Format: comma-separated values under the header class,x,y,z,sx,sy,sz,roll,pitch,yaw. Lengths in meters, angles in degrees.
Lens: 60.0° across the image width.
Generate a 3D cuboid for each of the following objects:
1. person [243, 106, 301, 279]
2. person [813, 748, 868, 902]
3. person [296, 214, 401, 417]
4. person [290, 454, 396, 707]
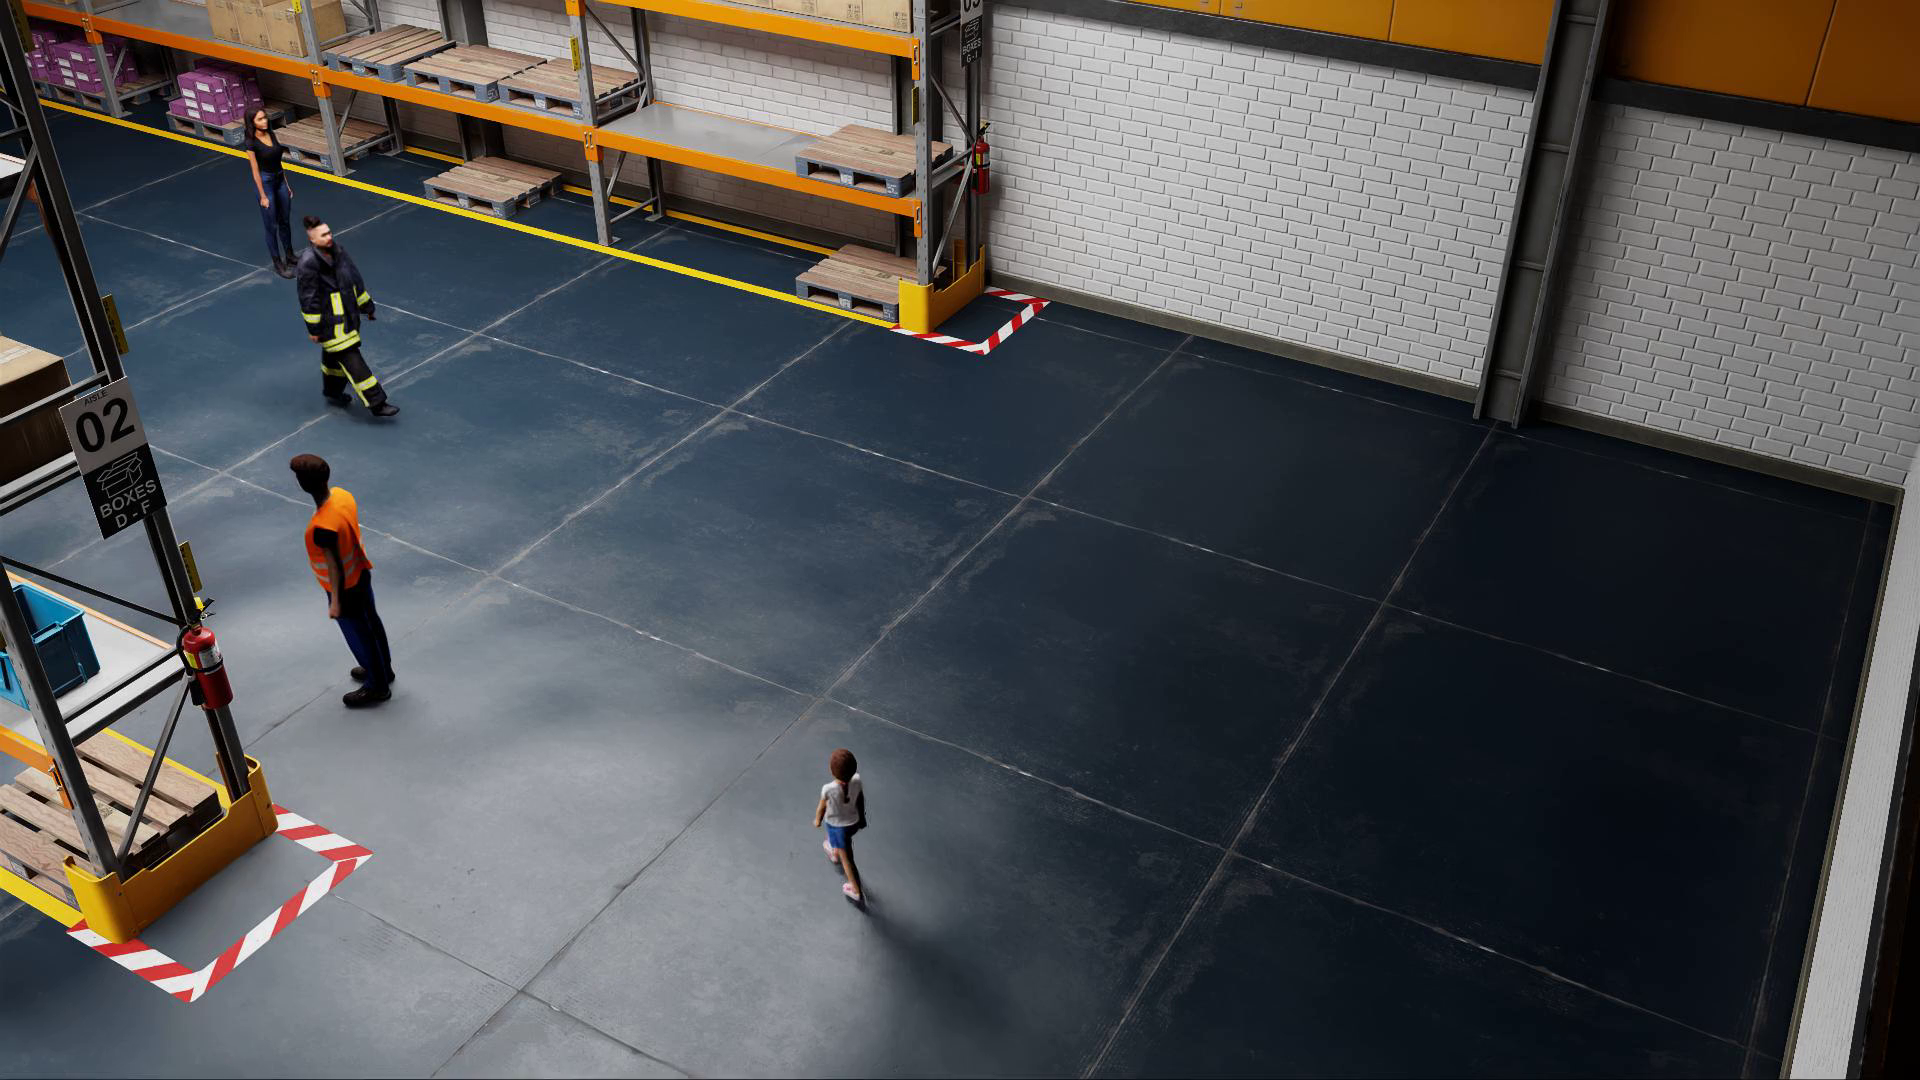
class,x,y,z,sx,sy,sz,roll,pitch,yaw
person,-6.963,-3.540,16.812,0.575,1.740,0.591,11,35,17
person,-0.665,1.663,9.657,0.594,0.994,0.779,-22,40,-30
person,-5.434,-1.933,14.325,1.187,1.816,0.910,11,35,16
person,-4.044,0.253,10.977,0.823,1.881,0.792,-3,34,-4
